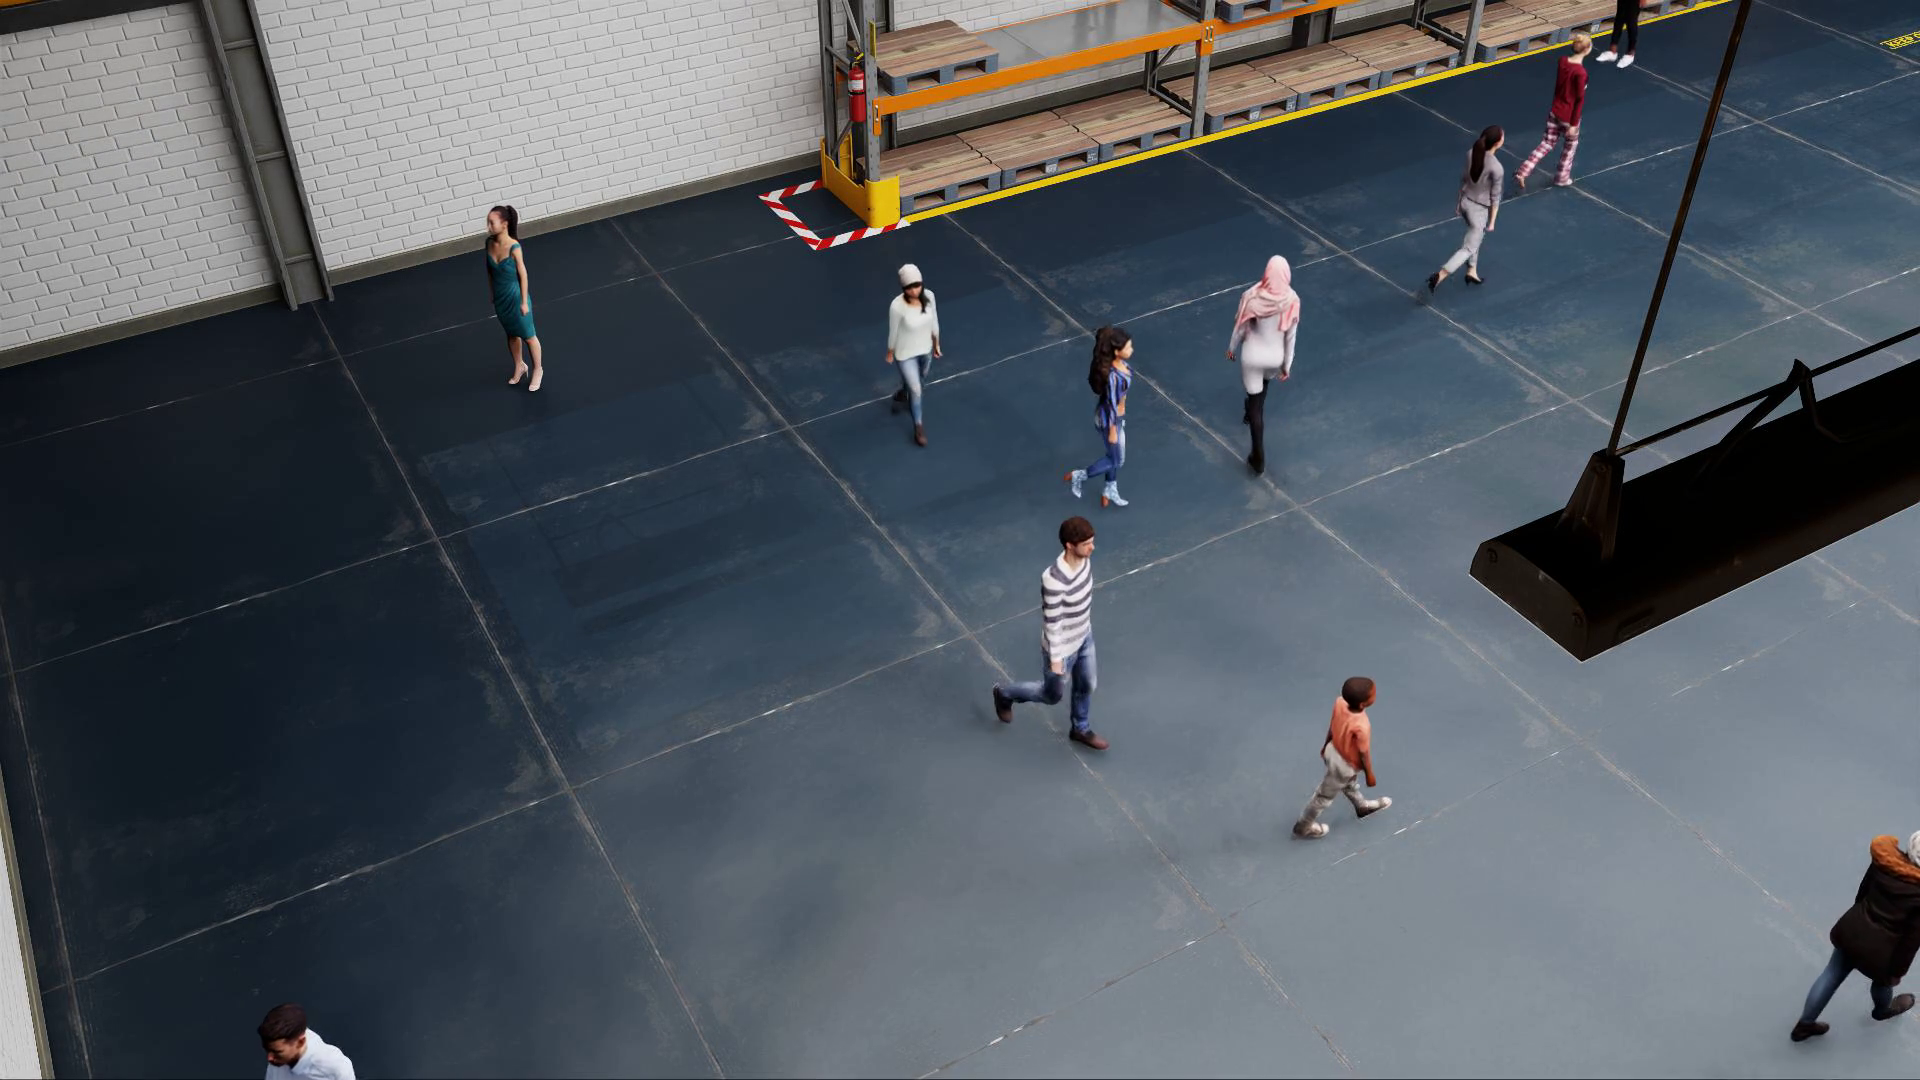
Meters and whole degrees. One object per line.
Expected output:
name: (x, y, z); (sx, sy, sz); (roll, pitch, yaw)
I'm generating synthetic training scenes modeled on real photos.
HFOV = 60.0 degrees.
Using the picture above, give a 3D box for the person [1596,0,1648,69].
person: (7.899, -6.432, 19.435); (0.641, 1.730, 0.631); (-16, 41, -19)

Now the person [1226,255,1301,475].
person: (2.381, -1.342, 13.045); (1.195, 1.751, 1.065); (-2, 39, -2)

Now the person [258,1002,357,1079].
person: (-2.951, 2.740, 7.860); (0.786, 1.842, 0.820); (22, 44, 25)

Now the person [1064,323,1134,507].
person: (1.076, -0.907, 12.615); (0.893, 1.608, 0.824); (5, 39, 6)

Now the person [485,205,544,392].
person: (-3.754, -2.023, 13.948); (0.618, 1.687, 0.636); (19, 42, 22)

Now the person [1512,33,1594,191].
person: (6.040, -4.288, 16.798); (1.013, 1.670, 0.697); (-15, 41, -18)

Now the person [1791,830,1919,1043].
person: (4.783, 2.135, 8.806); (1.002, 1.606, 0.727); (-13, 41, -16)

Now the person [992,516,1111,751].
person: (0.582, 0.598, 10.555); (0.992, 1.826, 1.083); (23, 44, 26)

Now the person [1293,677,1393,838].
person: (2.253, 1.344, 10.058); (0.936, 1.280, 0.683); (-7, 39, -8)

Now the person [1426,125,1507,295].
person: (4.637, -2.959, 15.146); (1.024, 1.656, 0.655); (-17, 42, -20)

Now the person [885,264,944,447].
person: (-0.395, -1.552, 13.414); (0.834, 1.618, 0.746); (-29, 47, -32)
